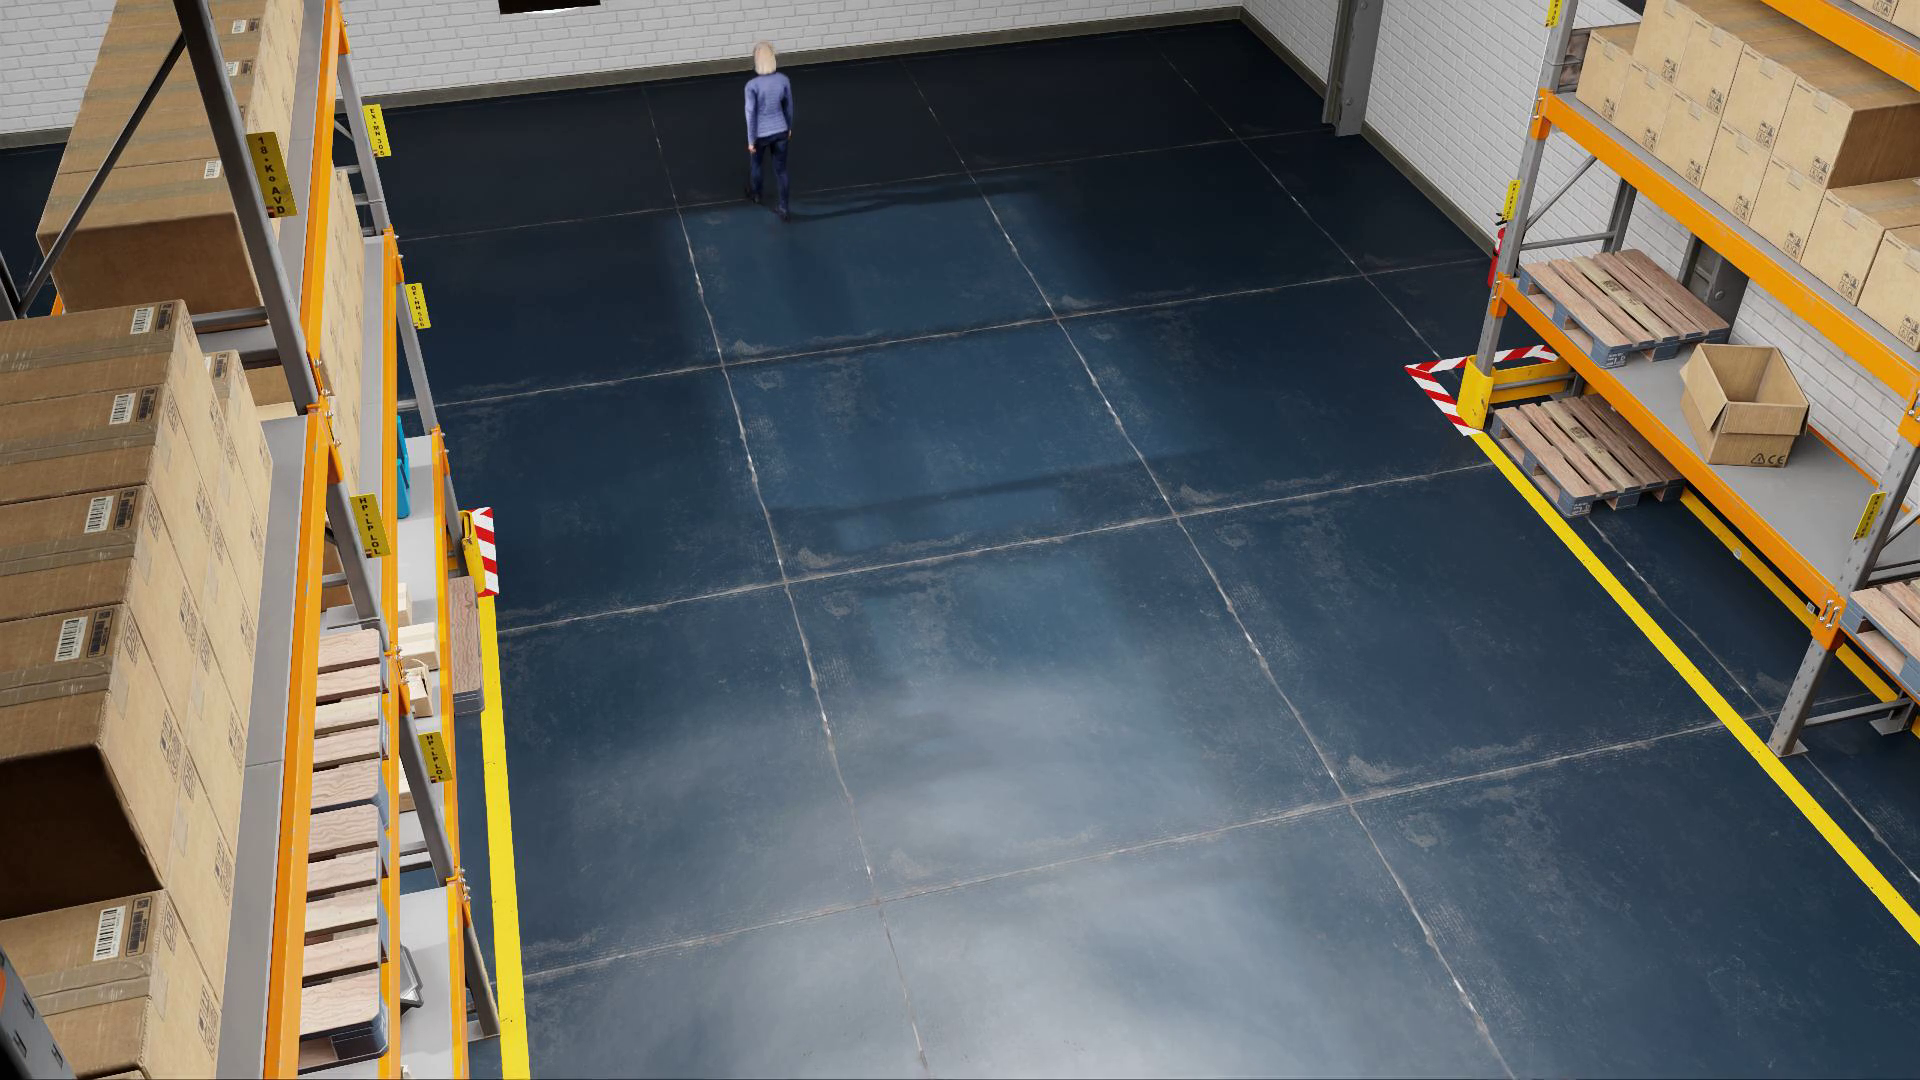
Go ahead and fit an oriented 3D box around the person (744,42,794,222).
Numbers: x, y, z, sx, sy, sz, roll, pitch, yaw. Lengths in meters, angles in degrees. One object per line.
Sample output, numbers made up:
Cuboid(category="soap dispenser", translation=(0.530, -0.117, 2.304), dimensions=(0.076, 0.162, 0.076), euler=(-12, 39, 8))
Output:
Cuboid(category="person", translation=(-1.780, -3.845, 15.818), dimensions=(0.804, 1.721, 0.989), euler=(-18, 42, -21))
